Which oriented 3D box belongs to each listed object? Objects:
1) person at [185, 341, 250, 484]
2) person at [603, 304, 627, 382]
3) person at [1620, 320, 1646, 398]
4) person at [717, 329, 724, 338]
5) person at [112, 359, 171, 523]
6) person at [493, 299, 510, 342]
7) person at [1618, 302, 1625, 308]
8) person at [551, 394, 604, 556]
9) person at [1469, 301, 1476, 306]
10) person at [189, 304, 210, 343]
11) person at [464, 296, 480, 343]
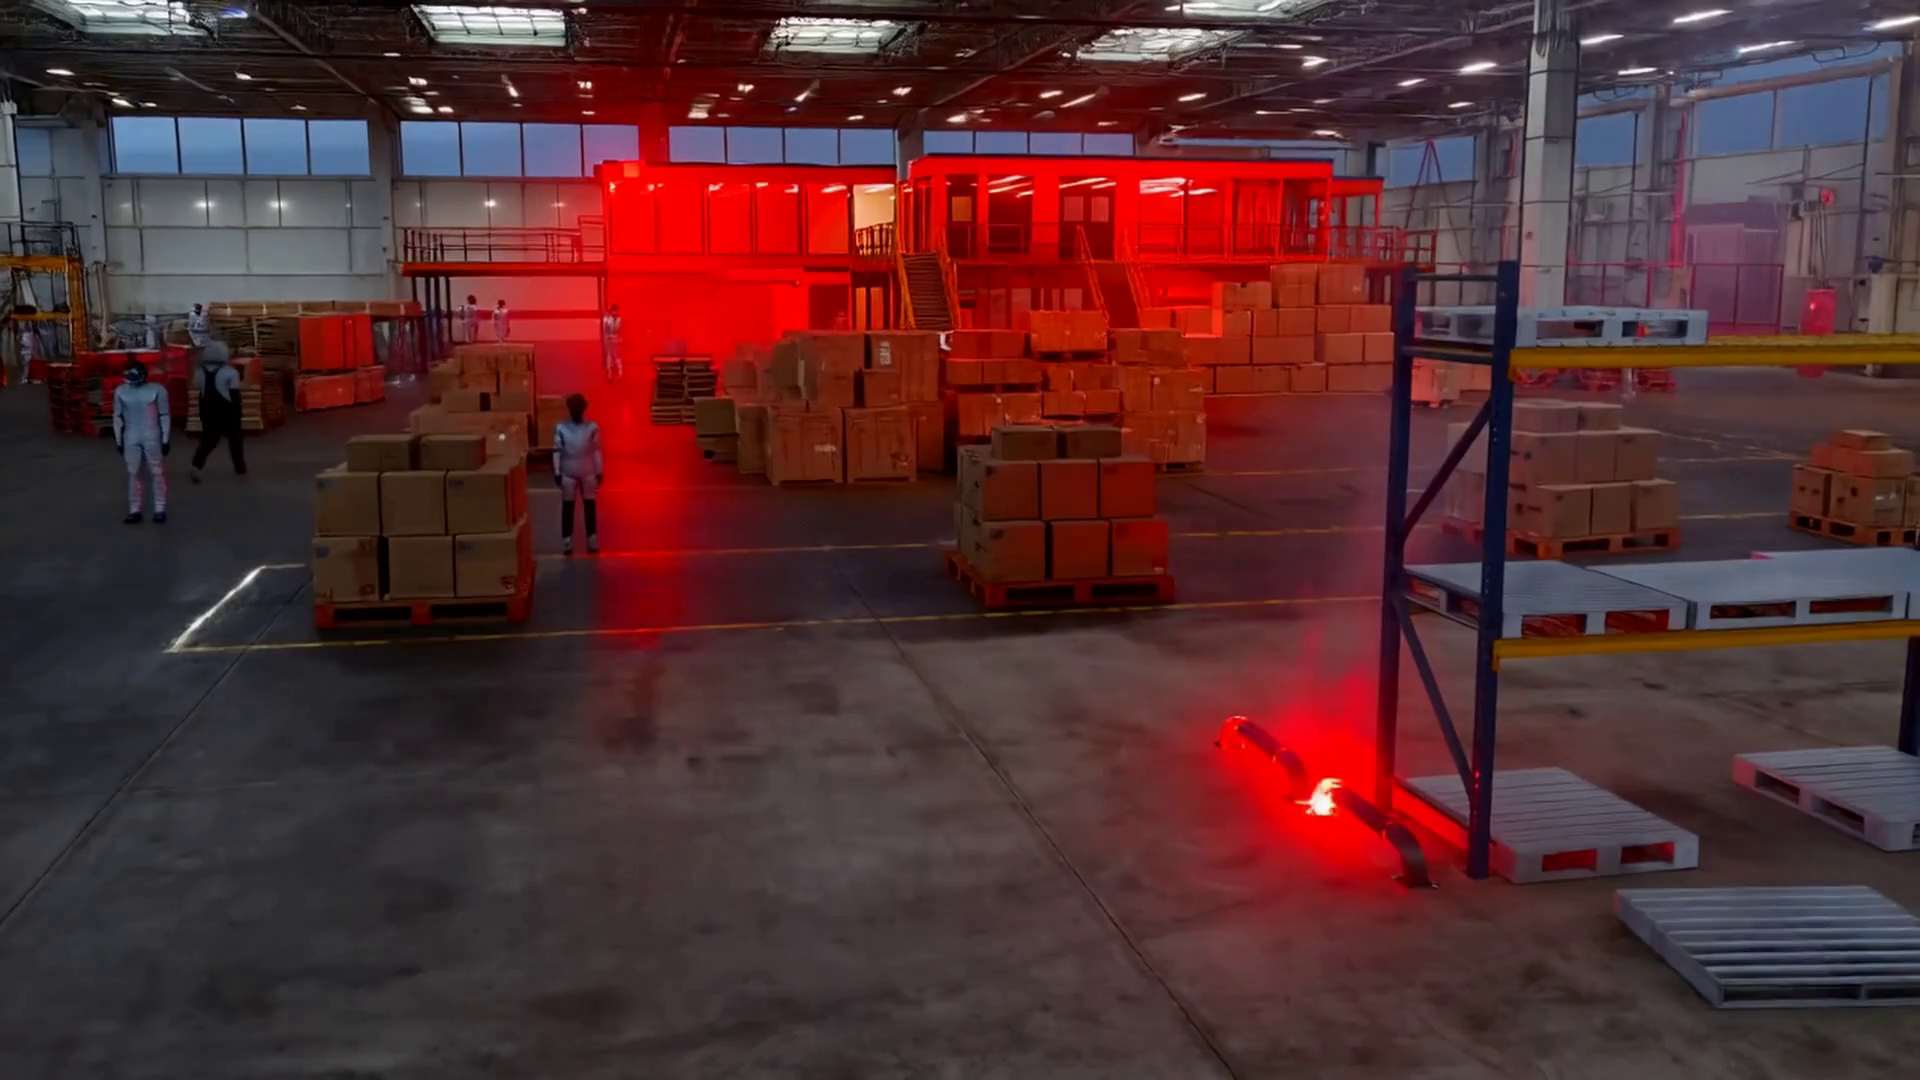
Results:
[{"bbox_3d":[-10.385,-1.810,23.211,0.713,2.000,0.929,2,10,12],"label":"person"},{"bbox_3d":[-9.029,-5.150,43.558,0.606,2.045,0.389,-2,9,-10],"label":"person"},{"bbox_3d":[15.534,-4.277,38.385,0.611,1.996,0.387,-2,9,-10],"label":"person"},{"bbox_3d":[-7.611,-6.580,52.778,0.521,1.873,0.334,-2,9,-10],"label":"person"},{"bbox_3d":[-9.630,-1.167,19.610,0.628,1.936,0.377,-2,9,-10],"label":"person"},{"bbox_3d":[-15.316,-7.071,55.607,0.544,1.933,0.376,-2,9,-10],"label":"person"},{"bbox_3d":[20.376,-6.379,51.391,0.544,1.933,0.376,-2,9,-10],"label":"person"},{"bbox_3d":[-3.981,-0.678,17.350,0.533,1.697,0.322,-2,9,-10],"label":"person"},{"bbox_3d":[17.570,-7.286,57.211,0.622,1.840,0.430,-2,9,-10],"label":"person"},{"bbox_3d":[-23.169,-6.236,50.671,0.574,1.883,0.360,-2,9,-10],"label":"person"},{"bbox_3d":[-18.164,-8.102,61.904,0.587,1.928,0.381,-2,9,-10],"label":"person"}]
